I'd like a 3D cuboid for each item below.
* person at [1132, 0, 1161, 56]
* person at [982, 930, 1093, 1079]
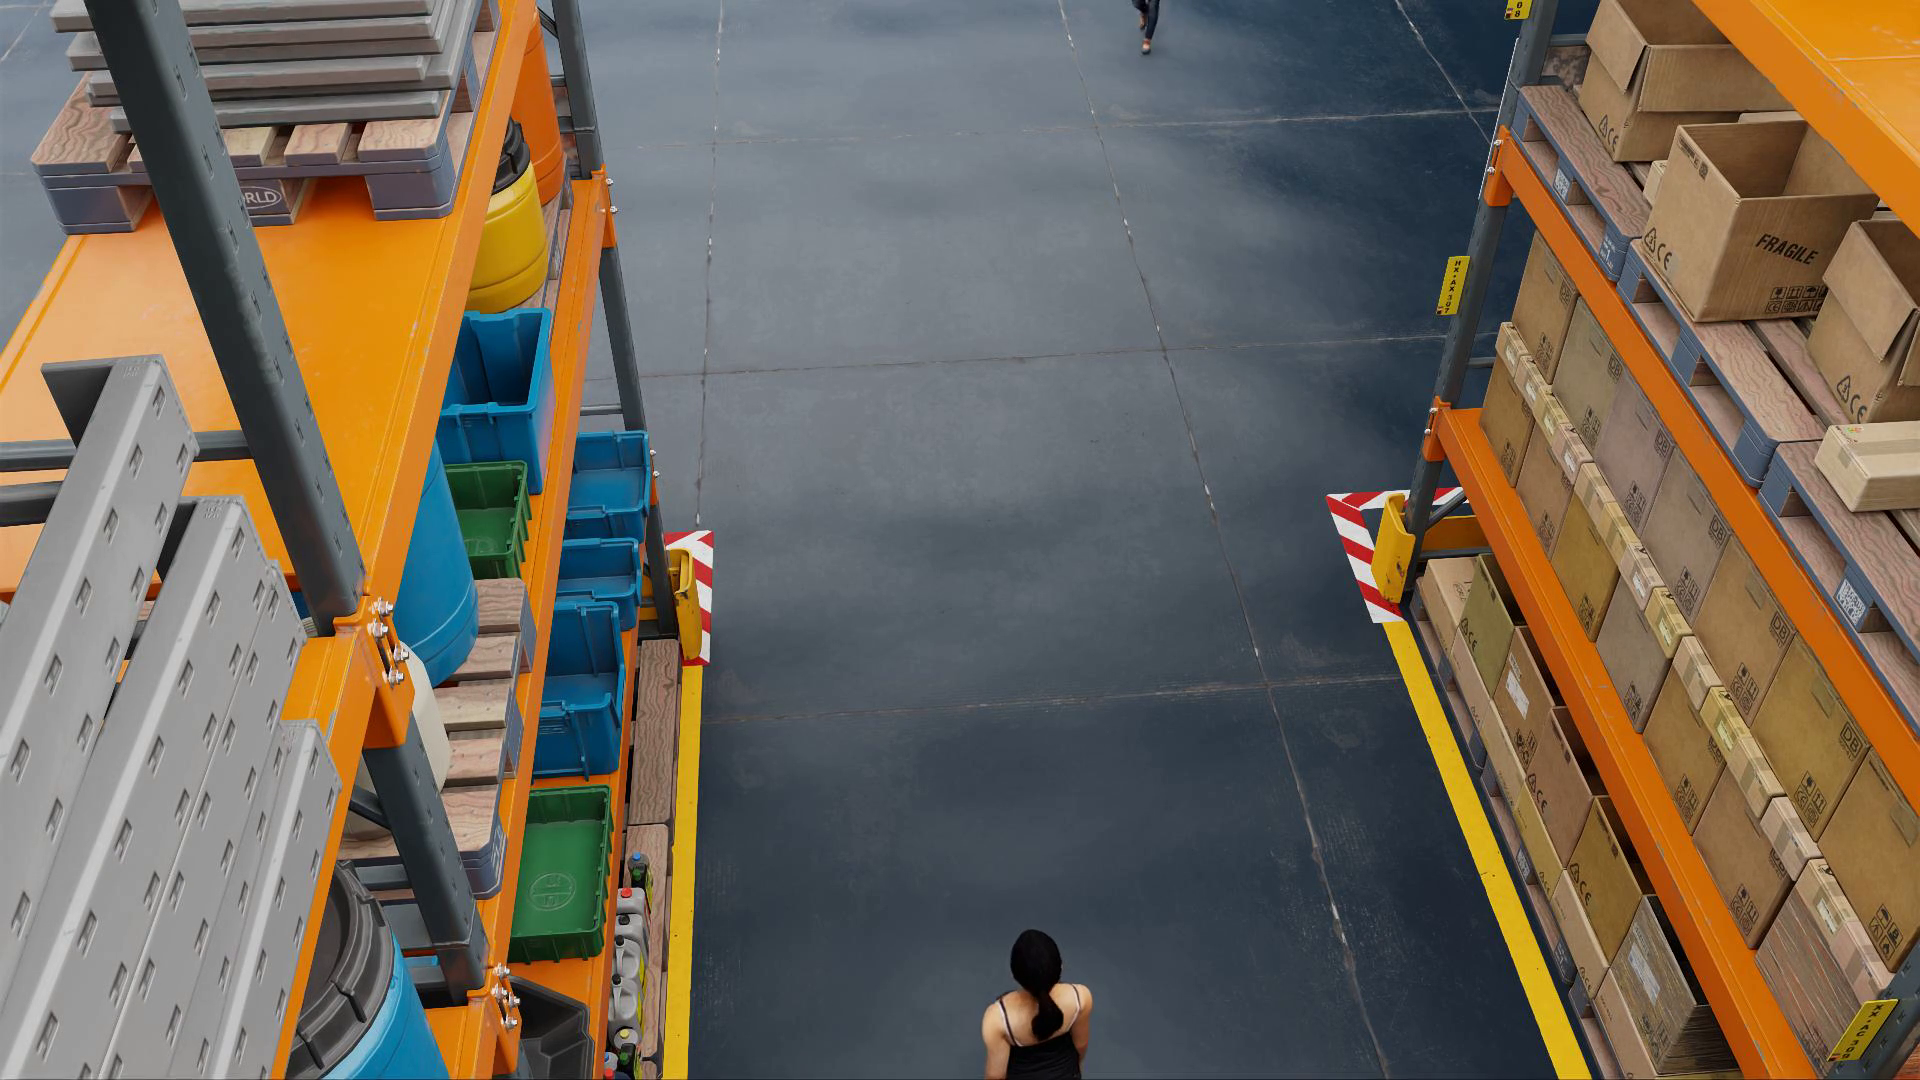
[{"bbox_3d":[1.587,-4.731,13.766,0.618,1.302,0.775,10,43,11],"label":"person"},{"bbox_3d":[0.274,1.986,6.054,0.627,1.726,0.612,-13,44,-14],"label":"person"}]
